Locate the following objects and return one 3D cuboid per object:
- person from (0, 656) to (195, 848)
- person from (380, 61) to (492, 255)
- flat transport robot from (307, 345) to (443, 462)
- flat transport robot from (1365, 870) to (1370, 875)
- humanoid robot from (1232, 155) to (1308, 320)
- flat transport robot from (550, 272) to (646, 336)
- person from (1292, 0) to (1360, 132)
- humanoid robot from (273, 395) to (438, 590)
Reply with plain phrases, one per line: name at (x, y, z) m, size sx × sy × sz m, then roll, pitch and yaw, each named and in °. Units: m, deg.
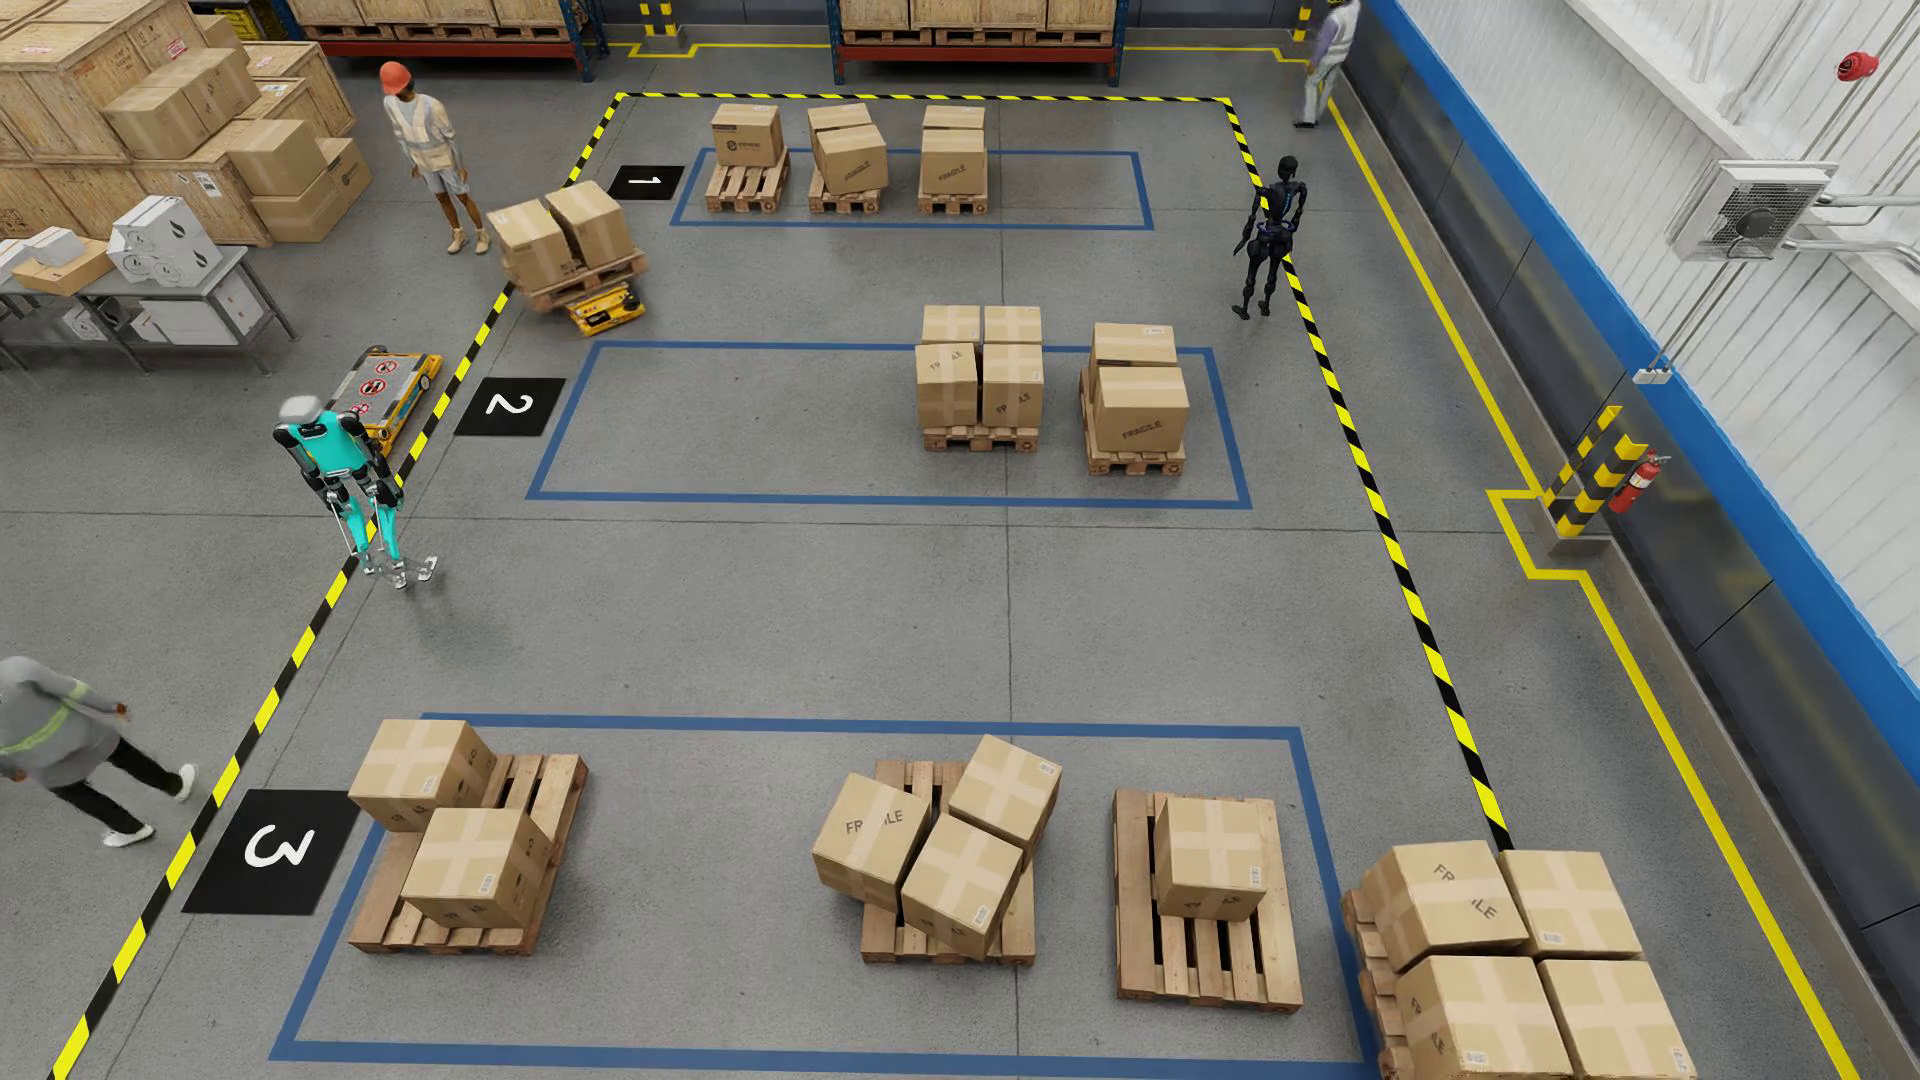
person at (-5.272, 1.192, 5.352) m, size 0.406 × 1.824 × 0.661 m, roll 31°, pitch 56°, yaw 24°
person at (-5.462, -3.926, 9.533) m, size 0.604 × 2.036 × 0.388 m, roll 3°, pitch 50°, yaw 3°
flat transport robot at (-5.383, -1.269, 8.441) m, size 0.659 × 0.231 × 1.431 m, roll 1°, pitch 50°, yaw 1°
flat transport robot at (2.828, 2.571, 5.173) m, size 0.652 × 0.197 × 1.431 m, roll 1°, pitch 50°, yaw 1°
humanoid robot at (3.000, -2.924, 8.911) m, size 0.599 × 1.654 × 0.315 m, roll -8°, pitch 50°, yaw -7°
flat transport robot at (-3.943, -2.673, 9.611) m, size 0.652 × 0.197 × 1.431 m, roll -32°, pitch 57°, yaw -24°
person at (4.639, -6.087, 11.535) m, size 0.634 × 1.779 × 0.407 m, roll -30°, pitch 56°, yaw -23°
humanoid robot at (-4.268, -0.201, 6.487) m, size 0.533 × 1.677 × 0.735 m, roll -12°, pitch 51°, yaw -10°
